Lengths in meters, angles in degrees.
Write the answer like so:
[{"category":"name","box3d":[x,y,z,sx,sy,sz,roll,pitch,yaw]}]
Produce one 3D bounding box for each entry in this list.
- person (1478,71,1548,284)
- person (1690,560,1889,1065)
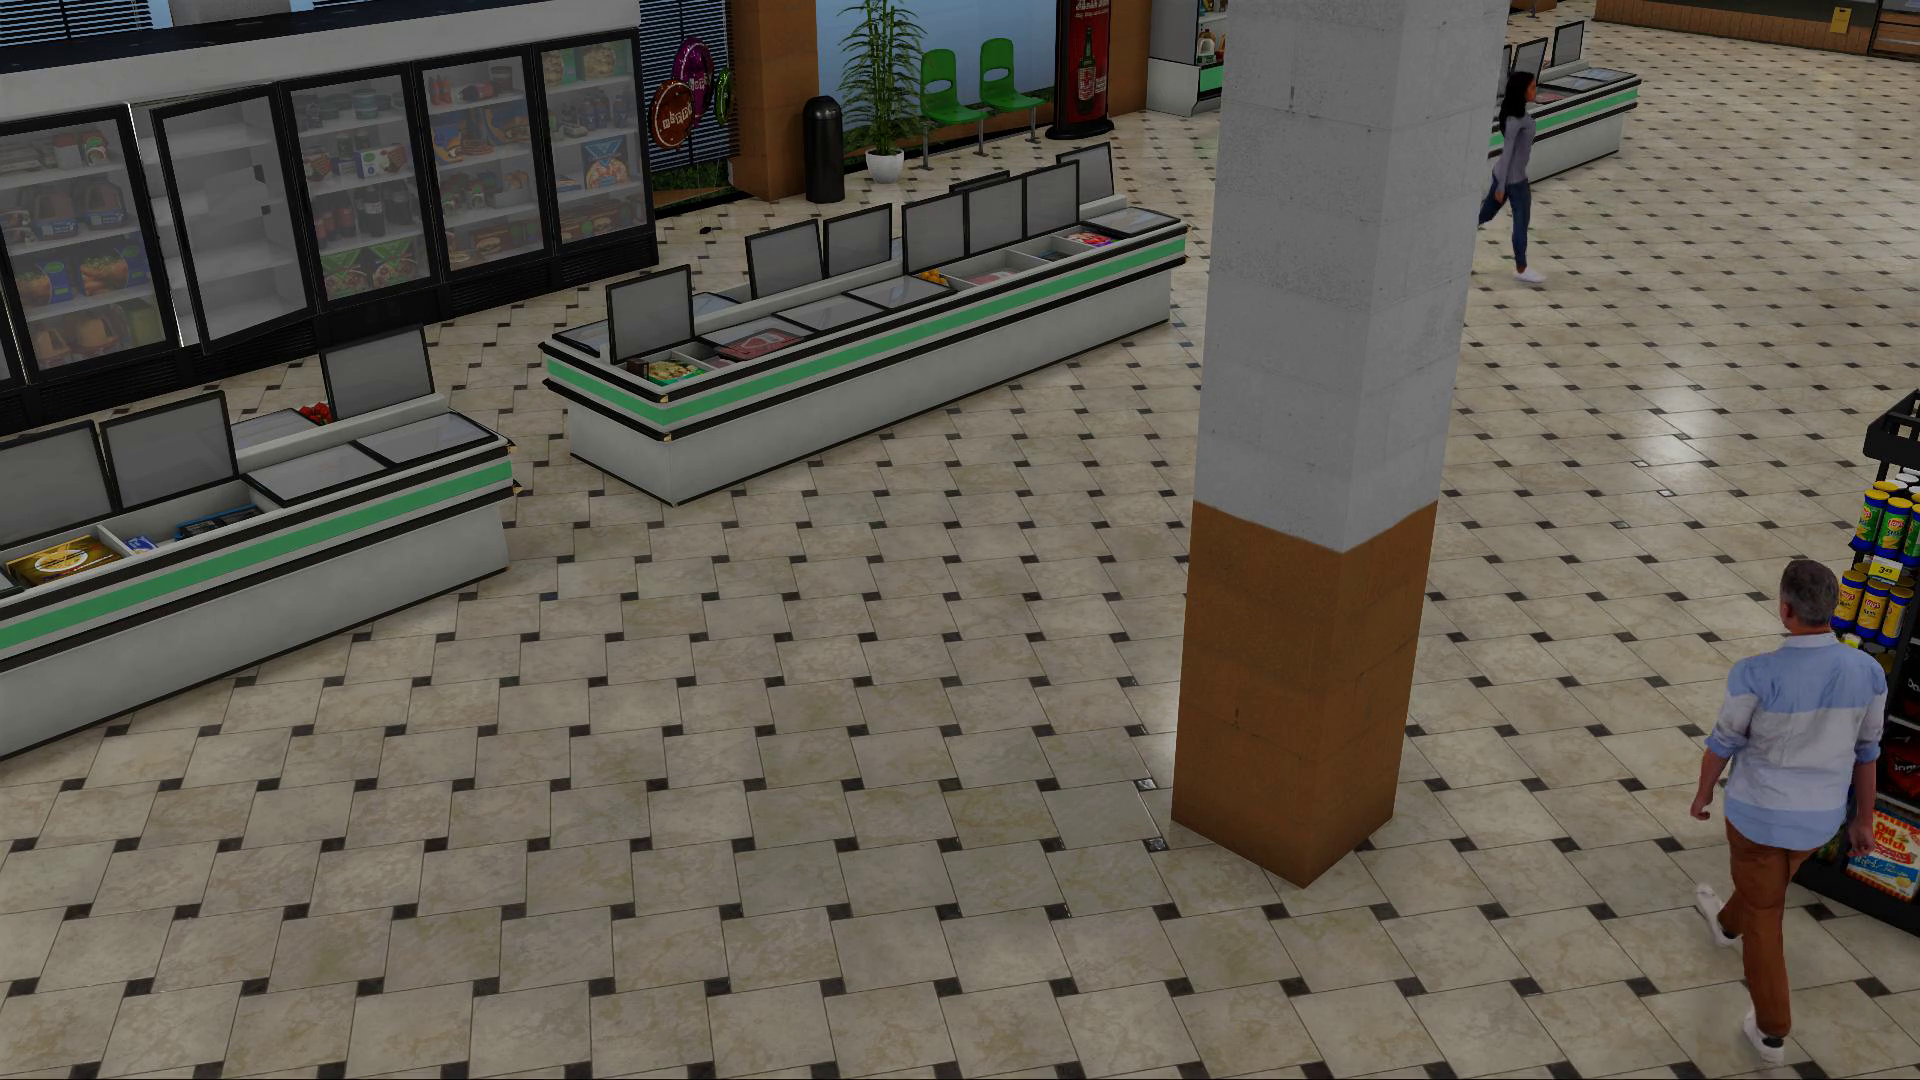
[{"category":"person","box3d":[4.417,-2.979,13.723,1.048,1.701,1.176,8,28,15]},{"category":"person","box3d":[2.899,1.002,5.801,1.195,1.766,1.252,1,27,2]}]
